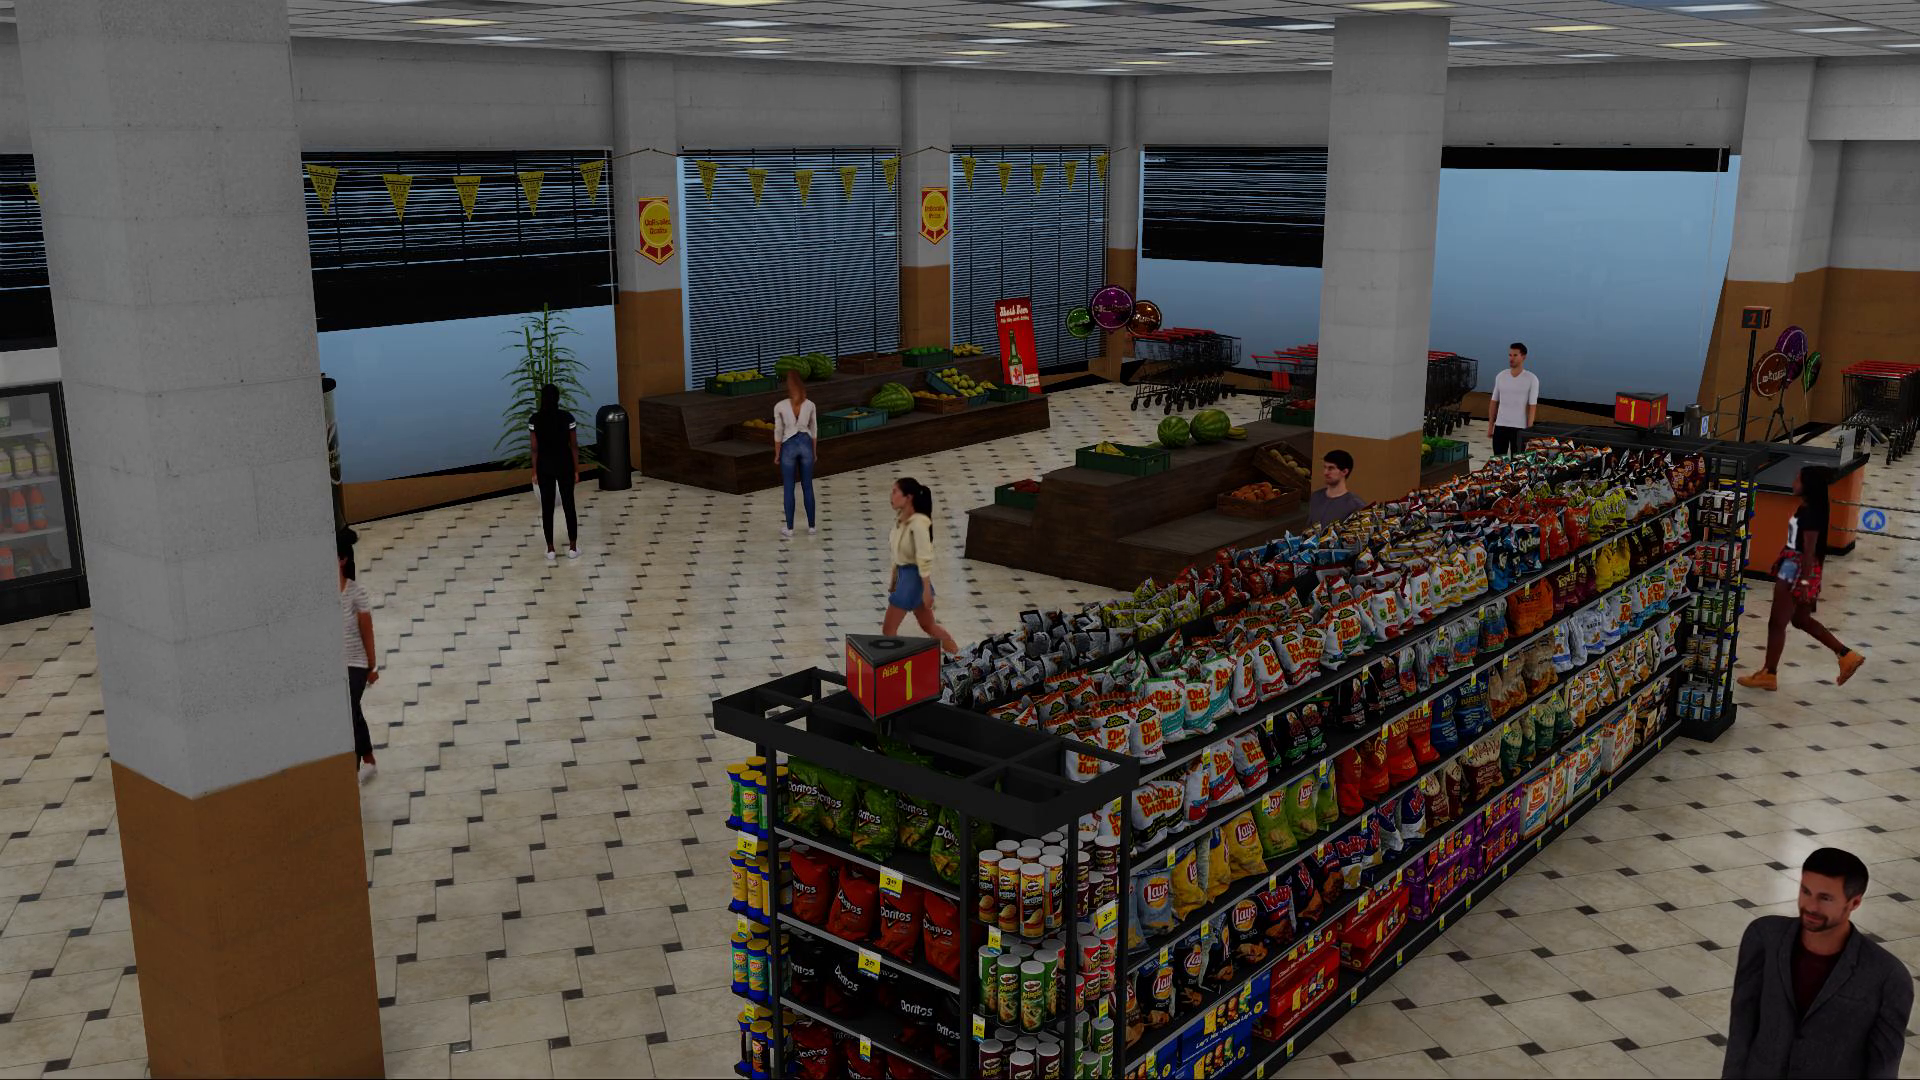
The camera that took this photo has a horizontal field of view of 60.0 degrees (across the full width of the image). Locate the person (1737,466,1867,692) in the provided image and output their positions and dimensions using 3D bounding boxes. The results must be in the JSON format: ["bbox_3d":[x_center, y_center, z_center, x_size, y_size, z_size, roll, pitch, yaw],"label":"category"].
[{"bbox_3d":[6.246,0.323,12.178,0.863,1.704,1.069,6,15,22],"label":"person"}]

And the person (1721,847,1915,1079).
[{"bbox_3d":[2.743,1.871,5.434,0.616,1.874,0.695,-13,19,-43],"label":"person"}]

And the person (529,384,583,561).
[{"bbox_3d":[-3.944,-0.673,16.229,0.699,1.728,0.776,-3,14,-12],"label":"person"}]

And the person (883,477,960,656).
[{"bbox_3d":[-0.272,0.343,12.338,1.228,1.588,1.050,-4,14,-15],"label":"person"}]

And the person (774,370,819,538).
[{"bbox_3d":[-1.683,-0.902,17.164,0.642,1.733,0.750,-4,14,-17],"label":"person"}]

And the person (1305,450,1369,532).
[{"bbox_3d":[2.714,0.251,12.155,0.612,1.854,0.717,-10,17,-36],"label":"person"}]

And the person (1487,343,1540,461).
[{"bbox_3d":[6.102,-1.260,18.390,0.656,1.852,0.542,11,18,39],"label":"person"}]
